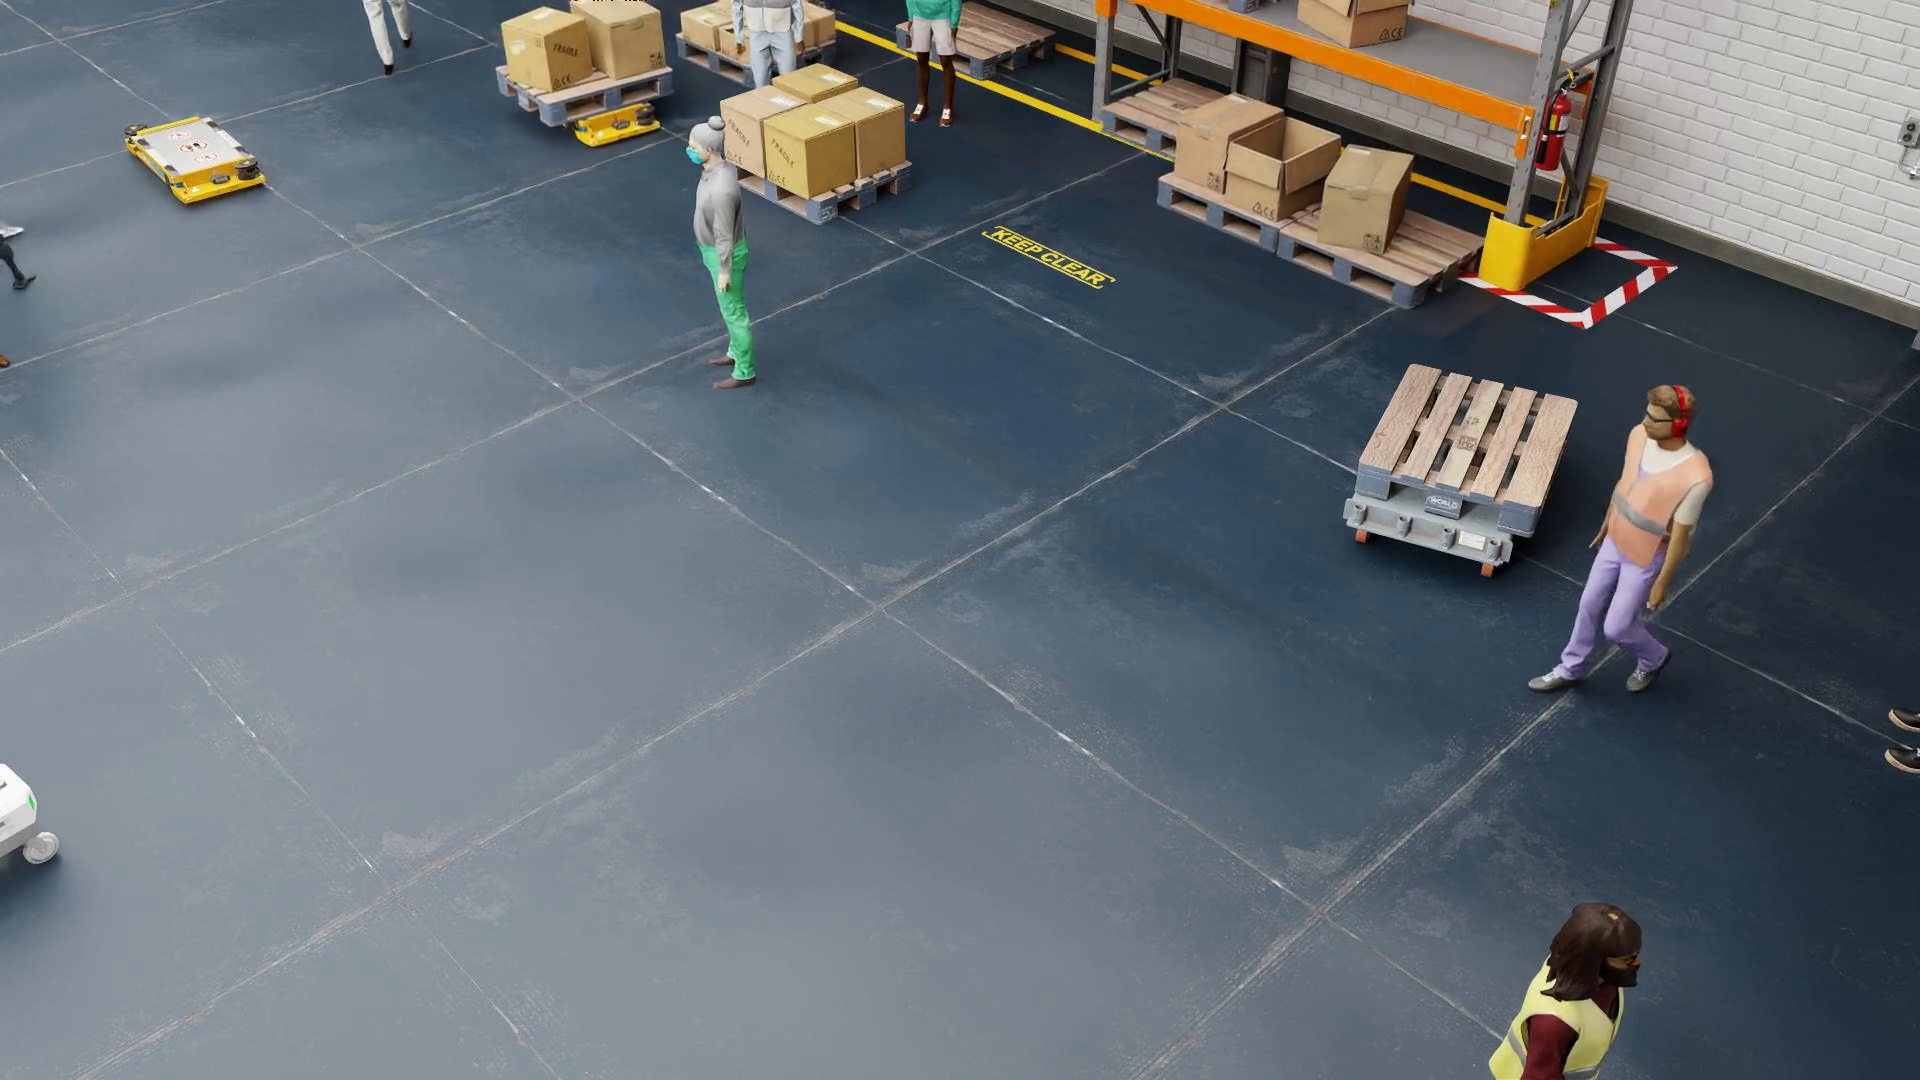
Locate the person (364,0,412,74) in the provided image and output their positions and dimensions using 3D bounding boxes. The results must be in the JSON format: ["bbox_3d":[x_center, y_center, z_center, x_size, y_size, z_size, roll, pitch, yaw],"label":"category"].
[{"bbox_3d":[-5.372,-5.282,15.318,0.534,1.724,0.971,-9,38,-12],"label":"person"}]

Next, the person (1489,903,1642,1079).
[{"bbox_3d":[2.042,1.890,5.788,0.378,1.769,0.468,24,43,28],"label":"person"}]

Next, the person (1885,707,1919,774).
[{"bbox_3d":[4.820,0.289,7.751,0.376,1.958,0.601,19,41,23],"label":"person"}]

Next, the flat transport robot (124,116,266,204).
[{"bbox_3d":[-6.335,-3.169,13.728,0.659,0.231,1.431,-26,44,-30],"label":"flat transport robot"}]

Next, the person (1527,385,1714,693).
[{"bbox_3d":[3.309,0.059,8.161,0.641,1.821,0.605,-8,38,-10],"label":"person"}]

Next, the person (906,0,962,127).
[{"bbox_3d":[-0.214,-4.457,14.130,0.497,1.843,0.405,13,39,16],"label":"person"}]

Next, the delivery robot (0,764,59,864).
[{"bbox_3d":[-4.561,1.387,7.476,0.499,0.614,0.791,26,44,30],"label":"delivery robot"}]

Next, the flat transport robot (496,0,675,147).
[{"bbox_3d":[-3.273,-3.832,14.606,0.659,0.231,1.431,-25,44,-29],"label":"flat transport robot"}]

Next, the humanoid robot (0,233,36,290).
[{"bbox_3d":[-7.076,-2.429,11.623,0.612,1.639,0.661,6,37,7],"label":"humanoid robot"}]

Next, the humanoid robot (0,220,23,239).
[{"bbox_3d":[-7.499,-2.991,12.318,0.533,1.831,0.771,1,37,2],"label":"humanoid robot"}]

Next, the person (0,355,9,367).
[{"bbox_3d":[-6.698,-1.911,10.741,0.390,1.873,0.561,23,43,27],"label":"person"}]

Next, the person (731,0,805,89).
[{"bbox_3d":[-1.574,-4.189,13.725,0.596,1.907,0.410,2,37,3],"label":"person"}]

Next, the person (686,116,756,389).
[{"bbox_3d":[-1.525,-1.845,10.675,0.330,1.841,0.522,-9,38,-11],"label":"person"}]
